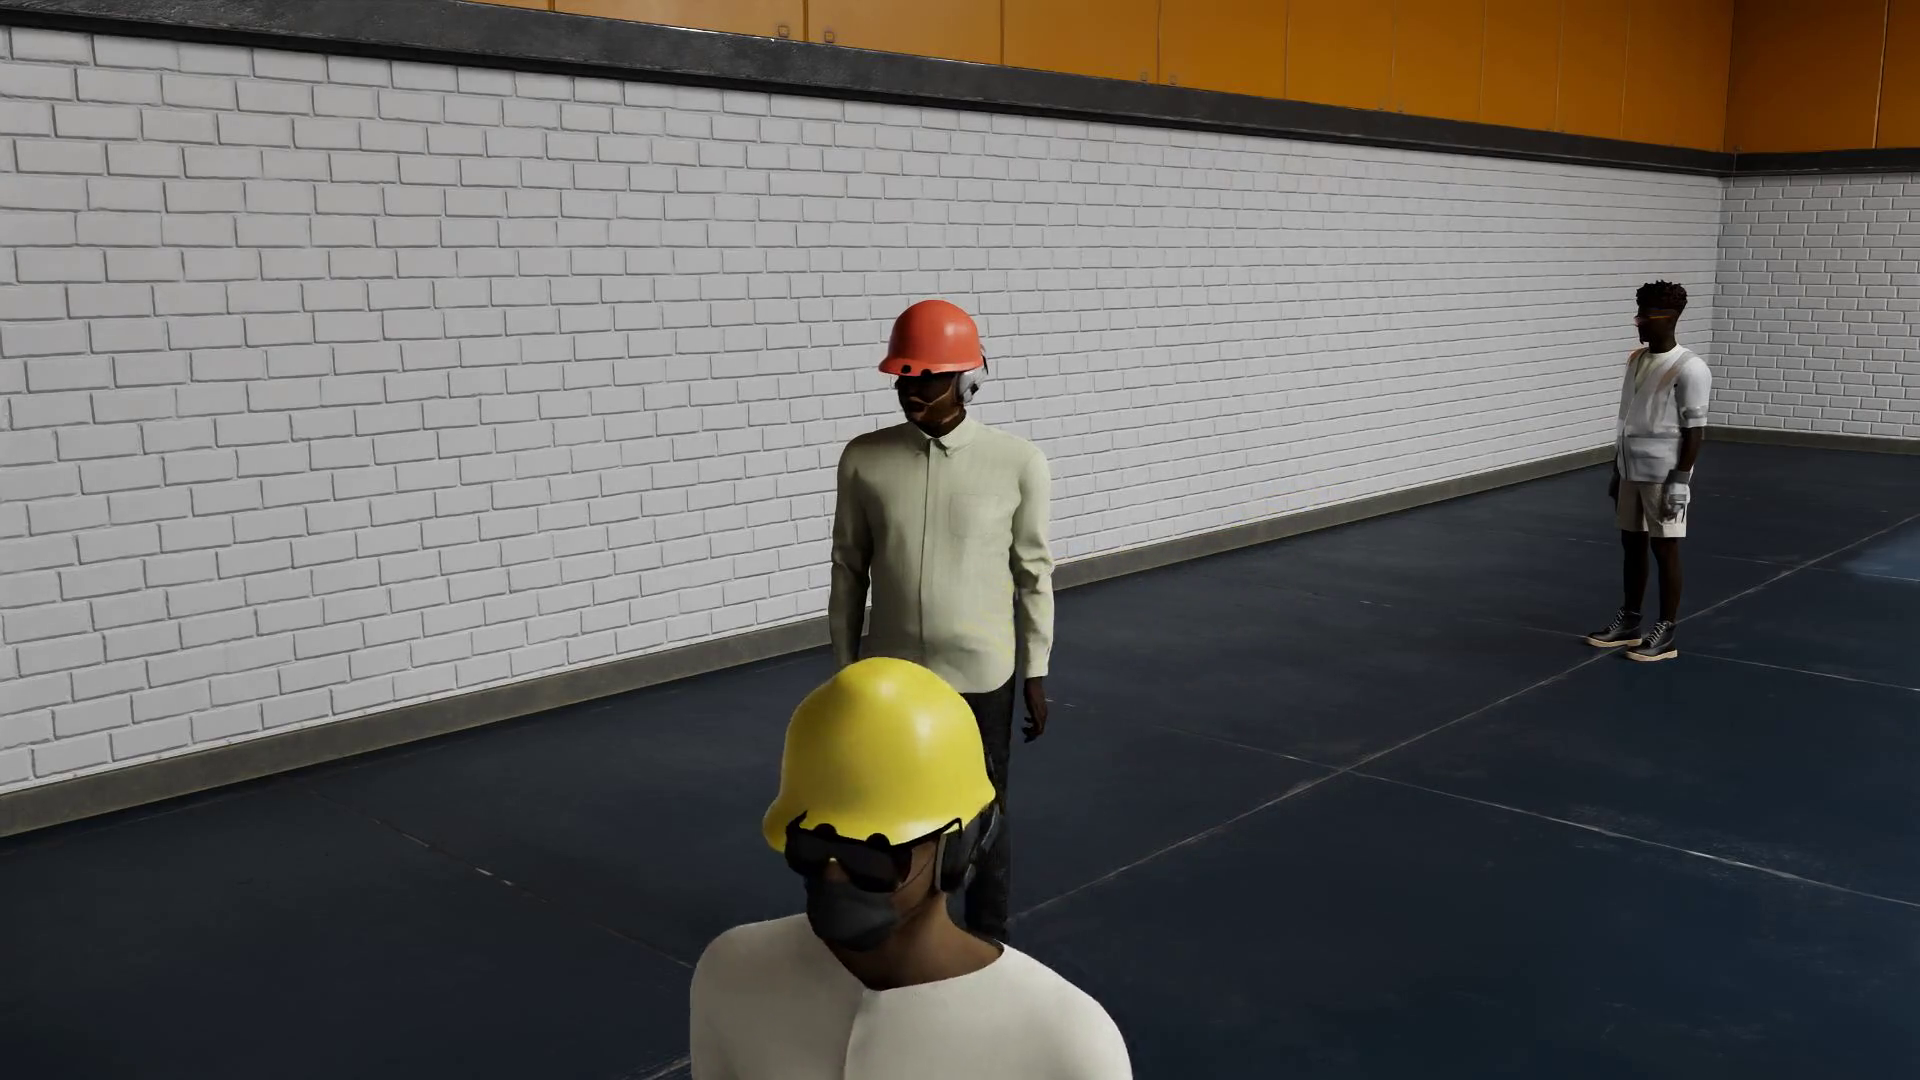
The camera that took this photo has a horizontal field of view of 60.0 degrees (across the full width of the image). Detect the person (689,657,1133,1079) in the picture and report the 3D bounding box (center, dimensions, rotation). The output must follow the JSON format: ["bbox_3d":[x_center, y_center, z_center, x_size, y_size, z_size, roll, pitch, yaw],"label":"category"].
[{"bbox_3d":[-0.052,0.951,1.882,0.528,1.733,0.901,6,11,29],"label":"person"}]

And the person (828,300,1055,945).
[{"bbox_3d":[-0.058,0.347,4.542,0.623,1.990,0.391,2,10,10],"label":"person"}]

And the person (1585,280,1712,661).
[{"bbox_3d":[3.590,-0.361,8.645,0.367,1.966,0.603,-3,10,-14],"label":"person"}]
